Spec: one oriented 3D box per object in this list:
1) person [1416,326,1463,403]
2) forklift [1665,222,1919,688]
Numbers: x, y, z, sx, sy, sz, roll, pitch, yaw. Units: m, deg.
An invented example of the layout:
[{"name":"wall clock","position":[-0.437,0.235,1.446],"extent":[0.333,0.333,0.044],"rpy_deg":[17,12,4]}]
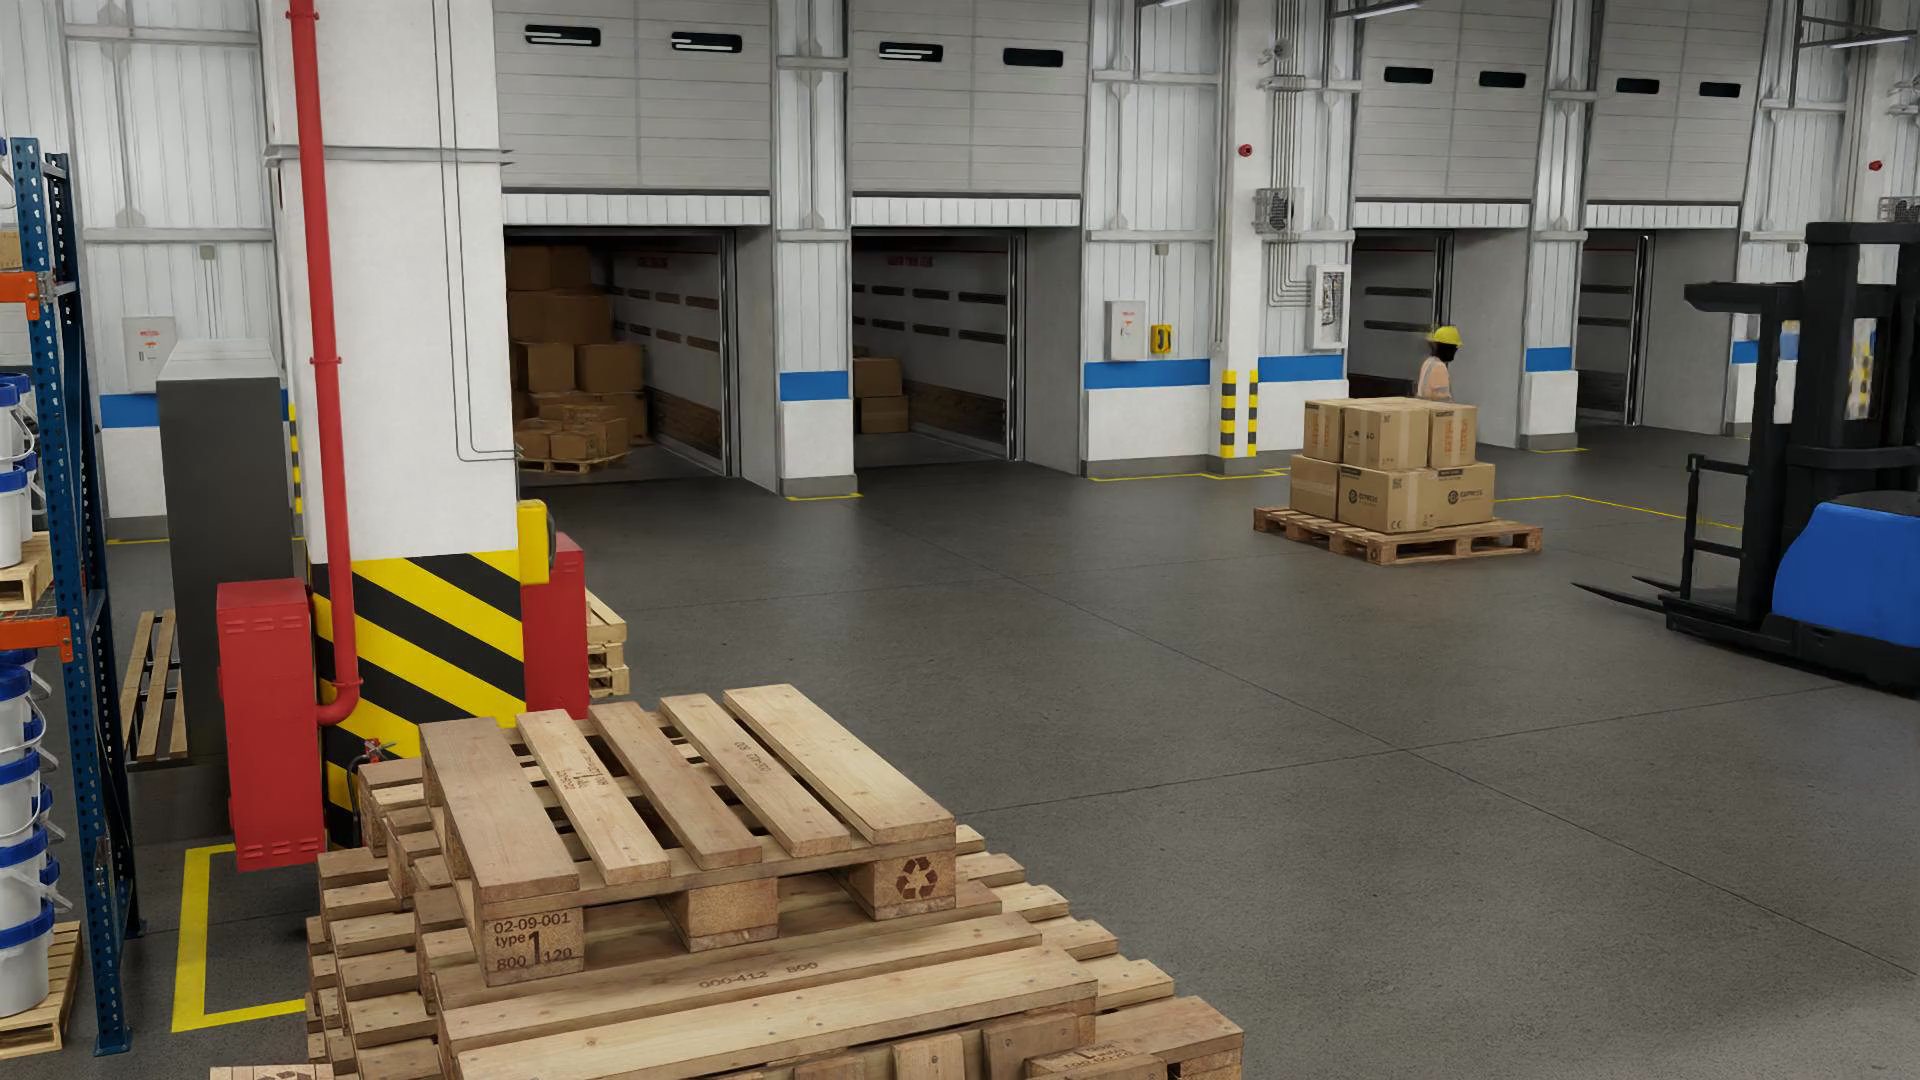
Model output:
[{"name":"person","position":[4.756,-1.207,16.644],"extent":[1.037,1.861,0.580],"rpy_deg":[2,11,13]},{"name":"forklift","position":[5.764,-0.627,10.642],"extent":[1.129,2.768,1.873],"rpy_deg":[-4,11,-23]}]
